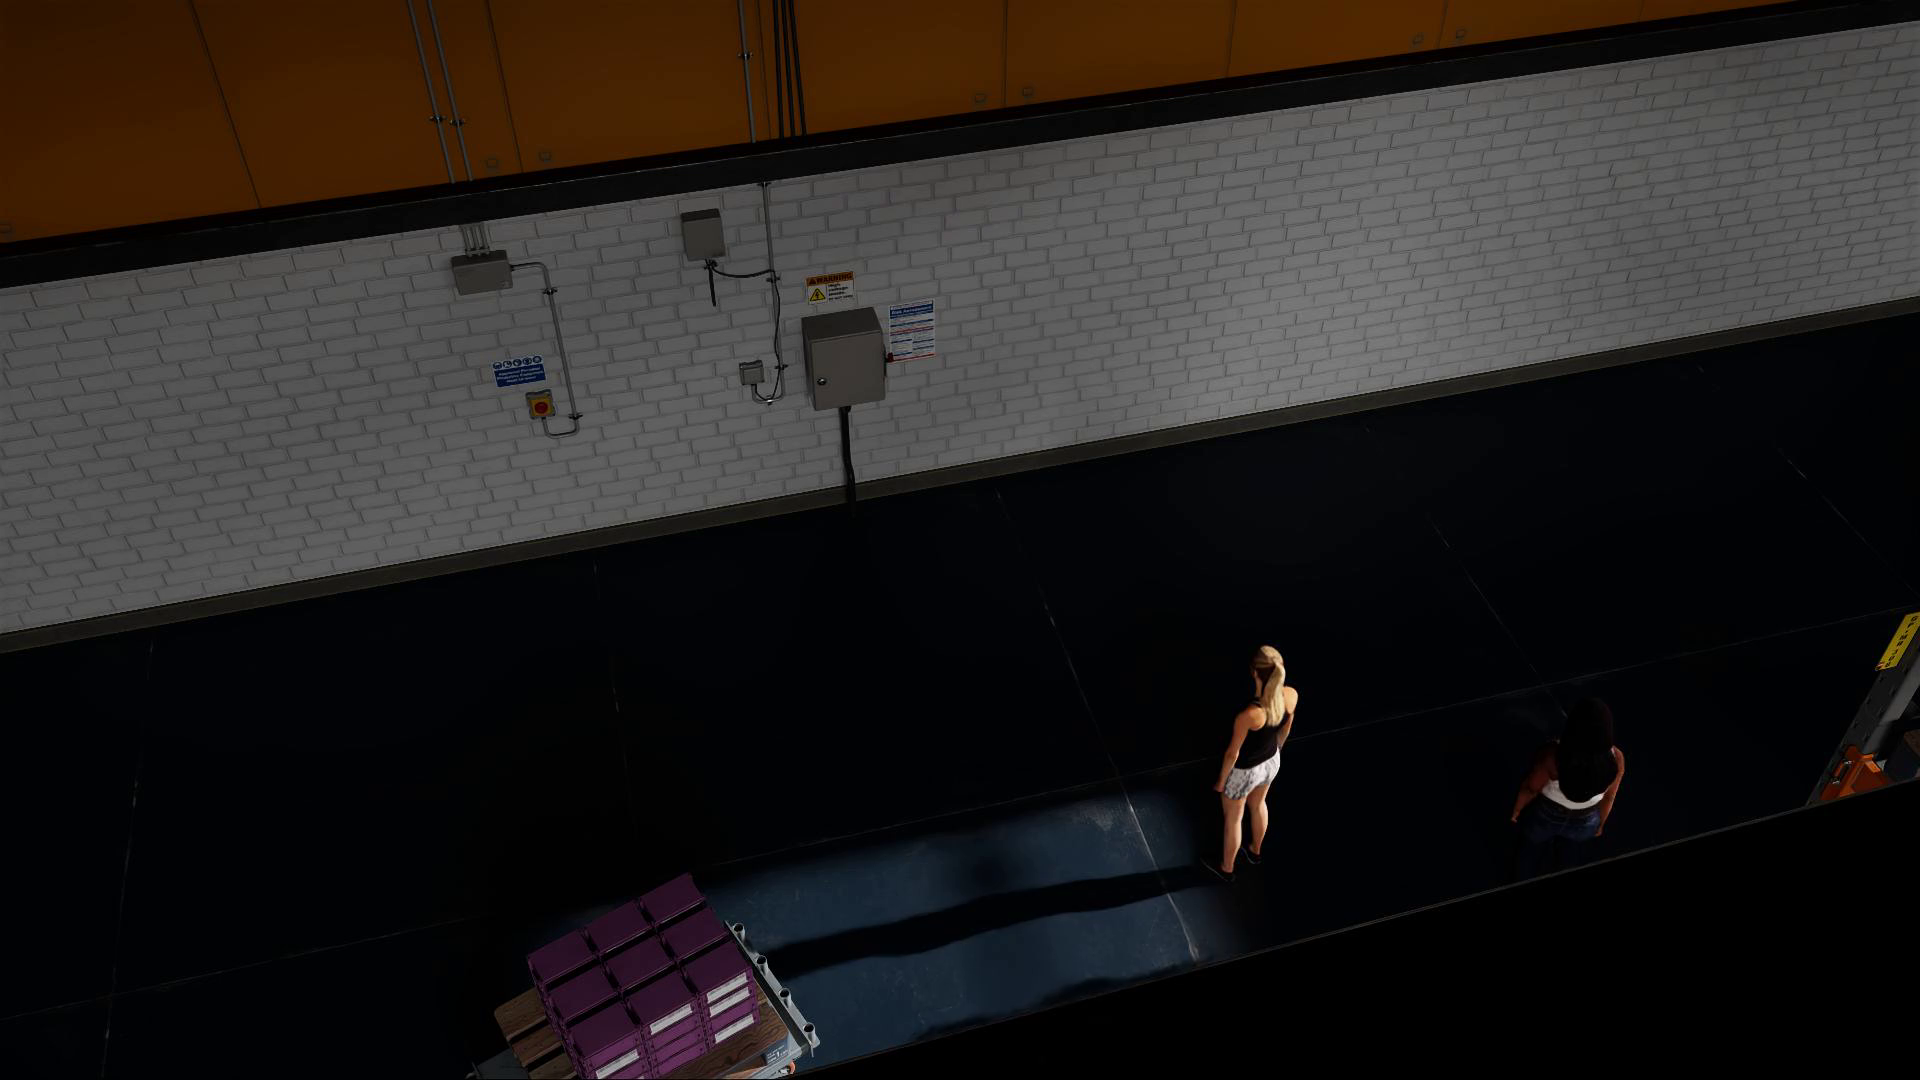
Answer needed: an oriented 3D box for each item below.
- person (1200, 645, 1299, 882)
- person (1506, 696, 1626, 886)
[{"bbox_3d":[1.659,1.273,9.416,0.667,1.840,0.617,-23,48,-22],"label":"person"},{"bbox_3d":[3.306,1.584,9.121,0.835,1.797,0.923,8,44,8],"label":"person"}]
